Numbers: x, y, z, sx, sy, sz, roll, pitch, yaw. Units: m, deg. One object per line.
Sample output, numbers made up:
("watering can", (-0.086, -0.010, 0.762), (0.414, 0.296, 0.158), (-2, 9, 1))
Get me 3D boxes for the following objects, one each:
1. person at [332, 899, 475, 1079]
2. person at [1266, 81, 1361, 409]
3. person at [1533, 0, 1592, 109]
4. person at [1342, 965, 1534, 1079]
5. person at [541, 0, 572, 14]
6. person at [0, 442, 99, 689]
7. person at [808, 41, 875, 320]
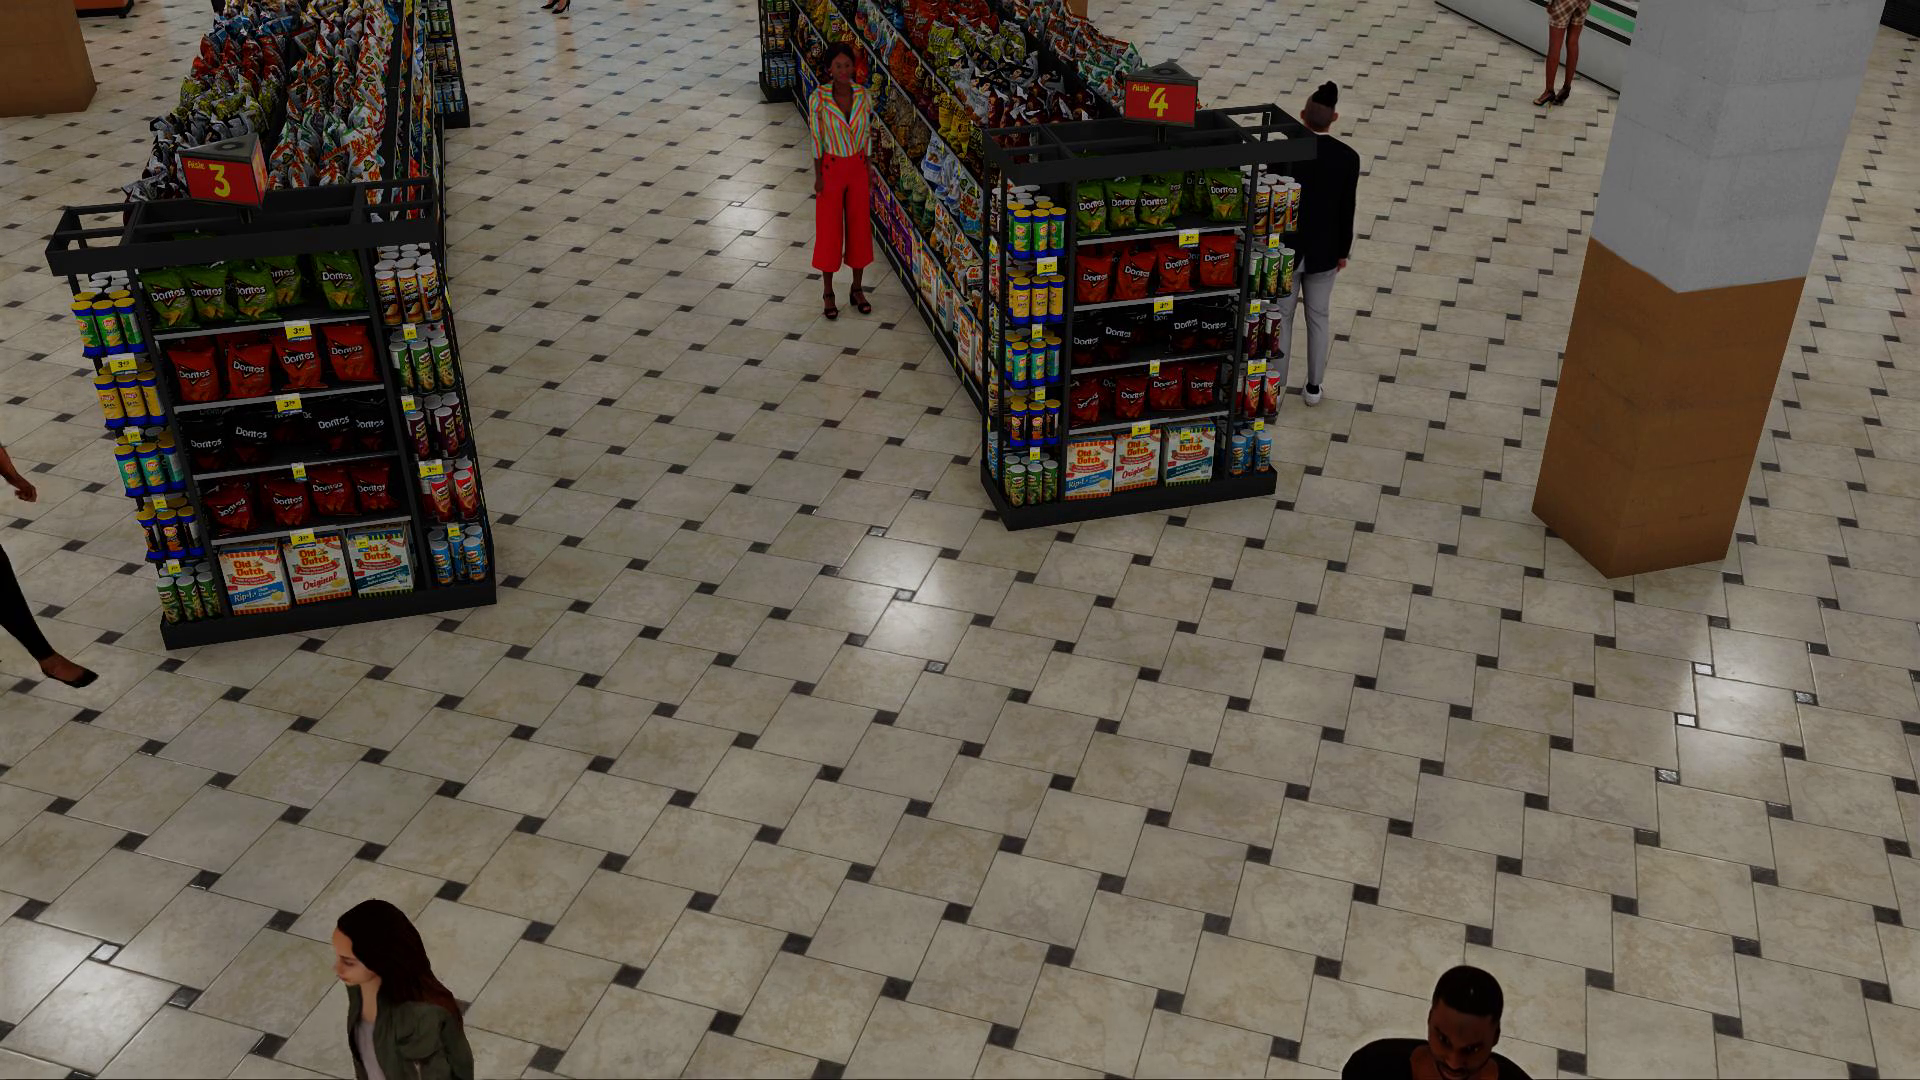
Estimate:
("person", (-1.485, 1.588, 4.755), (0.965, 1.455, 0.967), (23, 39, 32))
("person", (1.980, -1.680, 9.541), (0.770, 1.948, 0.706), (1, 32, 2))
("person", (5.327, -4.679, 14.505), (0.580, 1.795, 0.547), (-10, 33, -15))
("person", (1.146, 1.739, 4.182), (0.721, 1.804, 0.705), (8, 33, 12))
("person", (-4.301, -6.440, 17.314), (0.862, 1.818, 0.777), (-20, 37, -29))
("person", (-4.446, -0.138, 7.201), (1.013, 1.801, 1.130), (4, 32, 7))
("person", (-0.750, -2.297, 10.679), (0.623, 1.793, 0.566), (-12, 34, -19))
